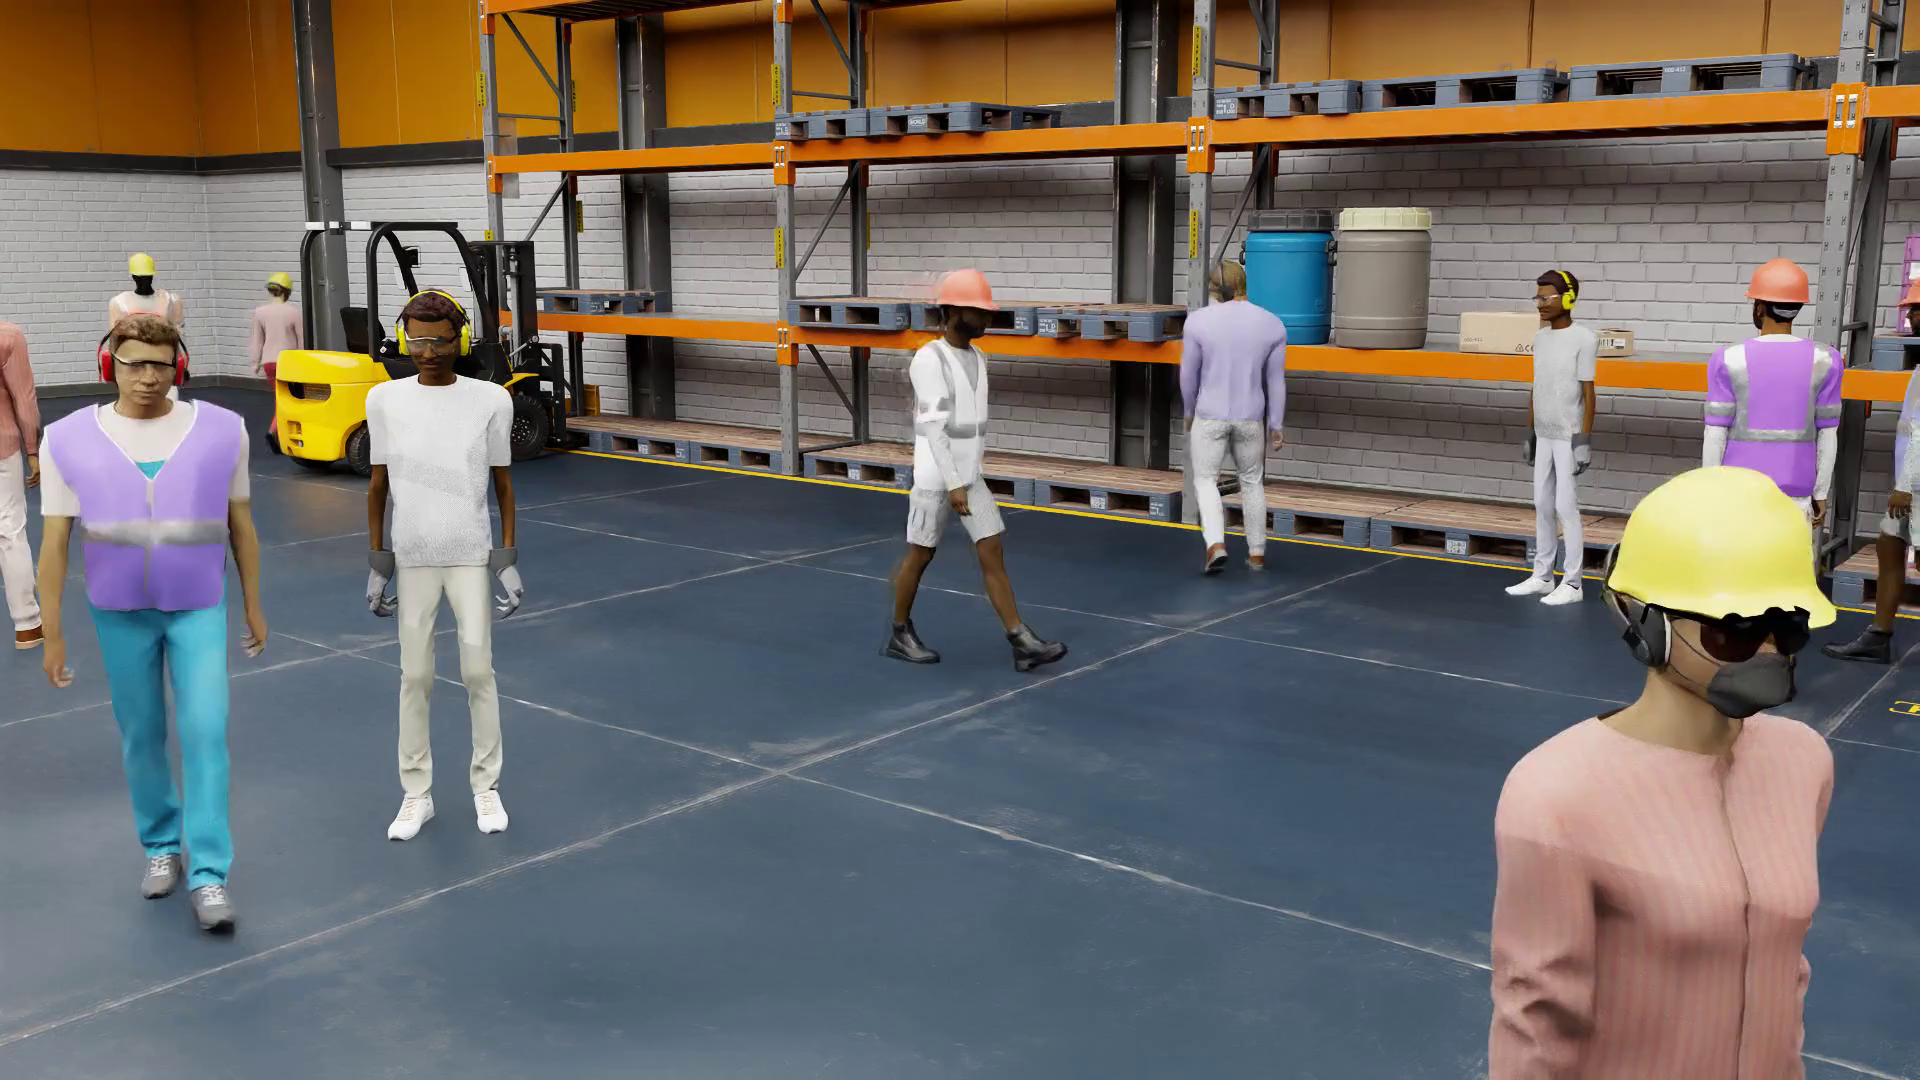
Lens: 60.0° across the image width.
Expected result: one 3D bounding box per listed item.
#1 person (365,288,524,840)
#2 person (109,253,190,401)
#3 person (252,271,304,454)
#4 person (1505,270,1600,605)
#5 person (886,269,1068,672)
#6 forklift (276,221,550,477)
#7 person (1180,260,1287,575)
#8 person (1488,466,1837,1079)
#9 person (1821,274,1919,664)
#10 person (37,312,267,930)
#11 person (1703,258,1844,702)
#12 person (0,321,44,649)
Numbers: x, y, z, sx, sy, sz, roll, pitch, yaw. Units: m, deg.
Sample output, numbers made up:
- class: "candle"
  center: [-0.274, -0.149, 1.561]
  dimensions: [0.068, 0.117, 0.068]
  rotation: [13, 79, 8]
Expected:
- class: "person"
  center: [-1.750, 0.087, 5.643]
  dimensions: [0.519, 1.865, 0.327]
  rotation: [-2, 10, -11]
- class: "person"
  center: [-7.067, -1.540, 14.545]
  dimensions: [0.628, 1.896, 0.769]
  rotation: [-6, 12, -31]
- class: "person"
  center: [-6.522, -1.707, 15.931]
  dimensions: [0.528, 1.727, 0.813]
  rotation: [1, 10, 6]
- class: "person"
  center: [3.338, -0.569, 9.297]
  dimensions: [0.327, 1.860, 0.538]
  rotation: [-4, 11, -19]
- class: "person"
  center: [0.028, -0.307, 7.758]
  dimensions: [0.970, 1.882, 0.550]
  rotation: [8, 13, 38]
- class: "forklift"
  center: [-4.922, -1.741, 14.854]
  dimensions: [1.214, 2.155, 2.313]
  rotation: [8, 13, 38]
- class: "person"
  center: [1.646, -0.724, 10.008]
  dimensions: [0.637, 1.909, 0.610]
  rotation: [-1, 10, -5]
- class: "person"
  center: [0.877, 0.780, 2.083]
  dimensions: [0.533, 1.766, 0.318]
  rotation: [-5, 11, -24]
- class: "person"
  center: [4.564, -0.298, 7.671]
  dimensions: [0.858, 1.910, 0.552]
  rotation: [7, 12, 33]
- class: "person"
  center: [-2.373, 0.245, 4.911]
  dimensions: [0.609, 1.802, 0.847]
  rotation: [-5, 11, -25]
- class: "person"
  center: [3.524, -0.250, 7.290]
  dimensions: [0.545, 1.943, 0.347]
  rotation: [3, 11, 14]
- class: "person"
  center: [-4.836, -0.430, 8.165]
  dimensions: [0.608, 1.987, 0.388]
  rotation: [-3, 11, -19]
